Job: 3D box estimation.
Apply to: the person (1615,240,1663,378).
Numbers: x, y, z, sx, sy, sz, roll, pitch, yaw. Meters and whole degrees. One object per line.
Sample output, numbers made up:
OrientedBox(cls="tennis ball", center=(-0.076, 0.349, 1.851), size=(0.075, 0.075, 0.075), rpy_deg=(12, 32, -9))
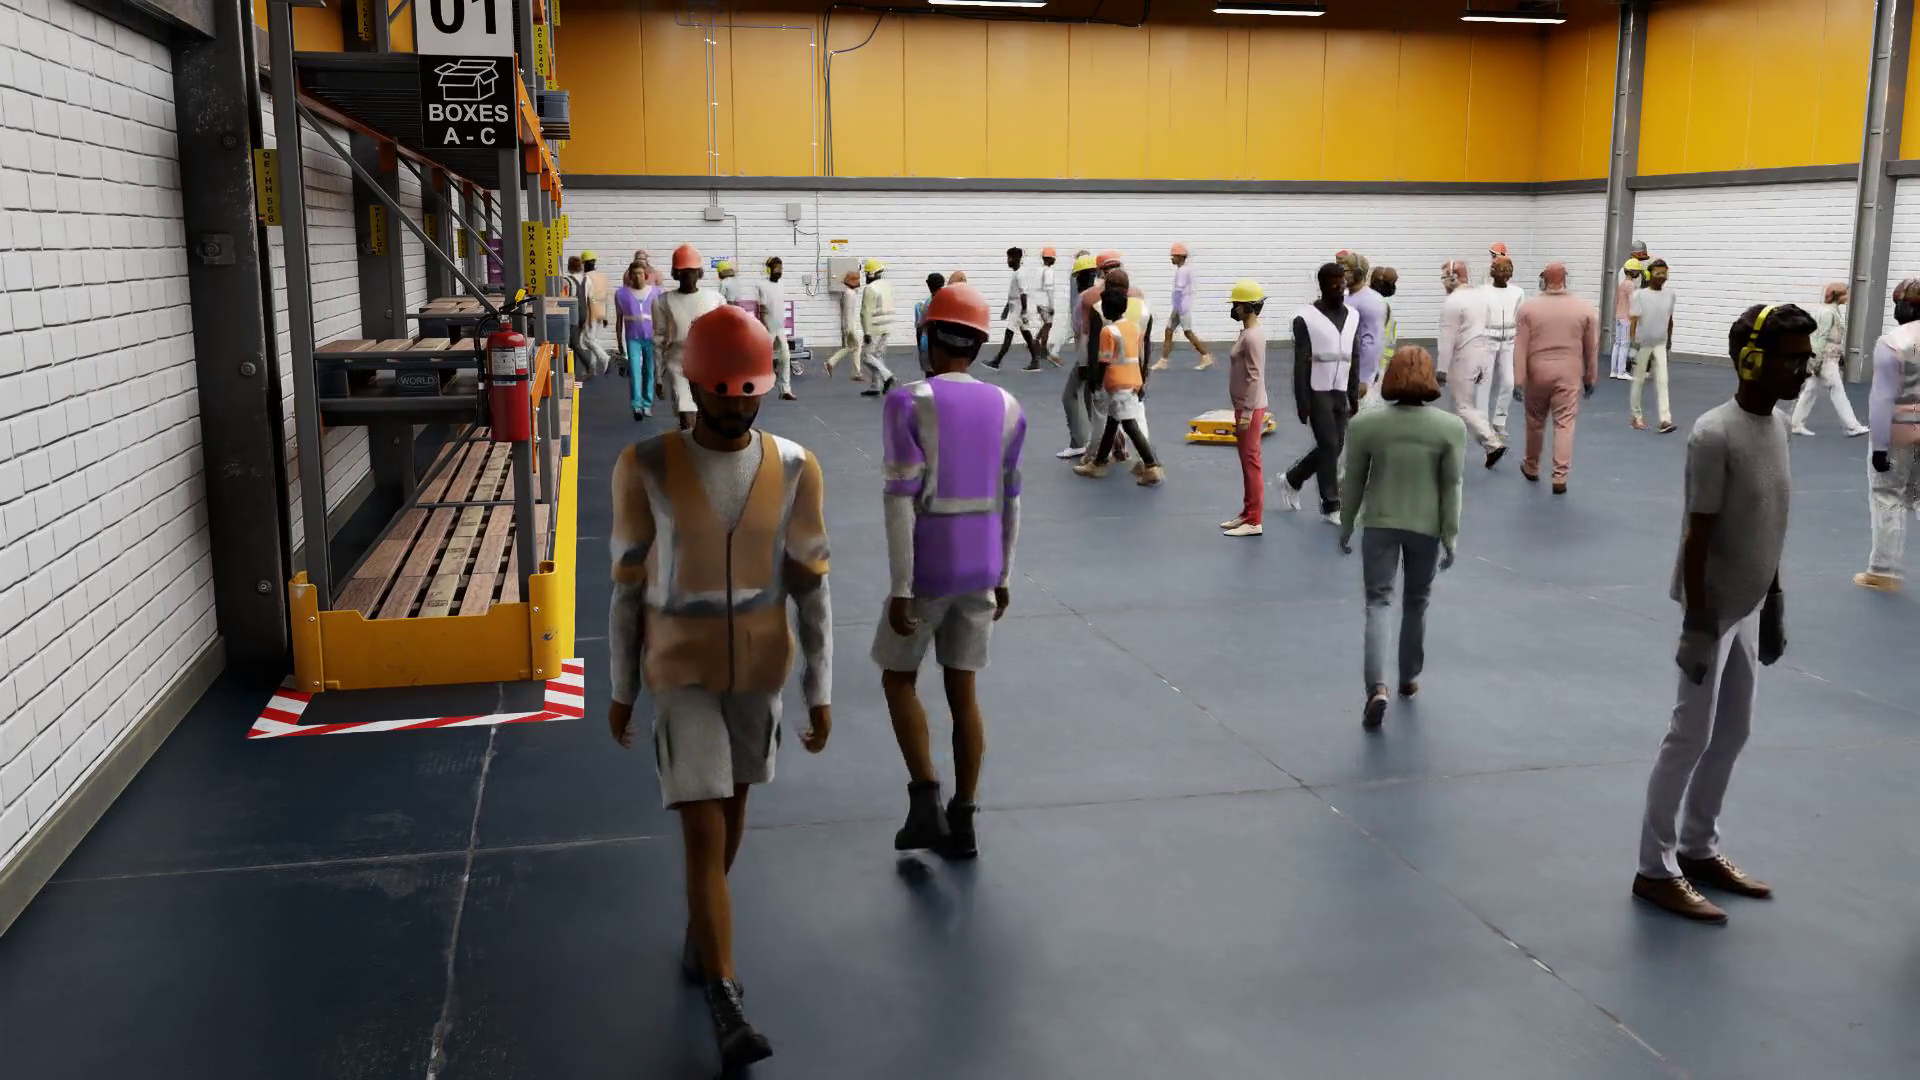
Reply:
OrientedBox(cls="person", center=(9.960, -3.402, 24.556), size=(0.676, 2.000, 0.536), rpy_deg=(-2, 10, -10))

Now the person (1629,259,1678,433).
OrientedBox(cls="person", center=(7.345, -2.039, 17.591), size=(0.534, 1.821, 0.959), rpy_deg=(0, 10, 0))

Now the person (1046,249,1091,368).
OrientedBox(cls="person", center=(1.881, -3.683, 26.535), size=(1.007, 1.905, 0.632), rpy_deg=(-3, 11, -15))

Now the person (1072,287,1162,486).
OrientedBox(cls="person", center=(1.333, -1.278, 13.865), size=(0.904, 1.647, 0.543), rpy_deg=(7, 12, 34))

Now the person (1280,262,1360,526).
OrientedBox(cls="person", center=(2.625, -1.070, 12.078), size=(0.600, 1.888, 0.787), rpy_deg=(-7, 12, -33))

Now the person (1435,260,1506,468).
OrientedBox(cls="person", center=(4.545, -1.561, 14.854), size=(0.788, 1.875, 0.691), rpy_deg=(9, 13, 40))

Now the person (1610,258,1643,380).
OrientedBox(cls="person", center=(9.773, -3.225, 24.337), size=(0.322, 1.767, 0.533), rpy_deg=(0, 10, 0))

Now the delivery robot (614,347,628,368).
OrientedBox(cls="delivery robot", center=(-4.835, -2.786, 25.001), size=(0.707, 0.478, 0.477), rpy_deg=(-10, 14, -44))

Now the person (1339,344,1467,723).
OrientedBox(cls="person", center=(1.886, -0.036, 7.136), size=(0.513, 1.601, 0.814), rpy_deg=(3, 11, 15))

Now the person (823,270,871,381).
OrientedBox(cls="person", center=(-1.633, -3.094, 24.038), size=(0.617, 1.611, 0.501), rpy_deg=(-2, 10, -9))

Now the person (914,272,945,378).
OrientedBox(cls="person", center=(-0.250, -2.177, 18.751), size=(0.535, 1.678, 0.665), rpy_deg=(-1, 10, -5))

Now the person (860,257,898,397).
OrientedBox(cls="person", center=(-1.054, -2.733, 21.471), size=(0.524, 1.815, 0.597), rpy_deg=(5, 11, 27))

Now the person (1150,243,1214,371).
OrientedBox(cls="person", center=(3.485, -3.608, 25.845), size=(1.028, 2.001, 0.627), rpy_deg=(1, 10, 3))

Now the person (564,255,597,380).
OrientedBox(cls="person", center=(-5.561, -3.230, 24.227), size=(0.829, 1.817, 0.522), rpy_deg=(9, 14, 42))

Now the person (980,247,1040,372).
OrientedBox(cls="person", center=(0.803, -3.549, 25.709), size=(0.987, 1.915, 0.612), rpy_deg=(0, 10, 2))

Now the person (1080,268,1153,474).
OrientedBox(cls="person", center=(1.403, -1.477, 14.601), size=(0.658, 1.795, 0.969), rpy_deg=(-4, 11, -23))

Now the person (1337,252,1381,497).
OrientedBox(cls="person", center=(3.140, -1.308, 13.237), size=(0.356, 1.936, 0.635), rpy_deg=(-1, 10, -4))

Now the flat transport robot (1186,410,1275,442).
OrientedBox(cls="flat transport robot", center=(2.806, -1.183, 17.166), size=(0.652, 0.197, 1.431), rpy_deg=(4, 11, 20))

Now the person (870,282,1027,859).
OrientedBox(cls="person", center=(-0.024, 0.106, 5.532), size=(0.563, 1.896, 0.512), rpy_deg=(-6, 12, -30))

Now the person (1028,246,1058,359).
OrientedBox(cls="person", center=(1.477, -4.044, 28.422), size=(0.421, 1.924, 0.570), rpy_deg=(-4, 11, -20))

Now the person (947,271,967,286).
OrientedBox(cls="person", center=(-0.034, -2.719, 21.898), size=(0.275, 1.632, 0.507), rpy_deg=(-6, 12, -30))

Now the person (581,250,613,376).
OrientedBox(cls="person", center=(-5.429, -3.362, 24.752), size=(0.775, 1.891, 0.599), rpy_deg=(7, 12, 34))

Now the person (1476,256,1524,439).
OrientedBox(cls="person", center=(5.470, -1.947, 16.974), size=(0.592, 1.879, 0.376), rpy_deg=(-1, 10, -6))

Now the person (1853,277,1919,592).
OrientedBox(cls="person", center=(5.458, -0.573, 9.475), size=(0.636, 1.827, 0.583), rpy_deg=(-2, 10, -12))

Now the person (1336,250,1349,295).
OrientedBox(cls="person", center=(7.128, -4.352, 30.381), size=(0.738, 1.857, 0.347), rpy_deg=(-7, 12, -33))

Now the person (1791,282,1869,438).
OrientedBox(cls="person", center=(9.047, -1.846, 17.167), size=(0.858, 1.595, 0.540), rpy_deg=(6, 12, 31))

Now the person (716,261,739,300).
OrientedBox(cls="person", center=(-3.797, -3.615, 26.693), size=(0.894, 1.692, 0.494), rpy_deg=(2, 10, 12))

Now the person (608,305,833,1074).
OrientedBox(cls="person", center=(-0.598, 0.346, 4.249), size=(0.561, 1.867, 1.033), rpy_deg=(-4, 11, -21))

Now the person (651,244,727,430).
OrientedBox(cls="person", center=(-2.169, -1.372, 13.408), size=(0.617, 2.011, 0.957), rpy_deg=(-3, 11, -18))

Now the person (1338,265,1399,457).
OrientedBox(cls="person", center=(3.694, -1.618, 15.319), size=(0.615, 1.813, 0.724), rpy_deg=(0, 10, -1))

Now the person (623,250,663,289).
OrientedBox(cls="person", center=(-5.033, -3.670, 26.498), size=(0.653, 1.880, 0.522), rpy_deg=(0, 10, 0))

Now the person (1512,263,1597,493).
OrientedBox(cls="person", center=(4.884, -1.345, 13.704), size=(0.676, 1.837, 1.040), rpy_deg=(2, 10, 12))

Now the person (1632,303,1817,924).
OrientedBox(cls="person", center=(2.319, 0.220, 5.010), size=(0.510, 1.857, 0.352), rpy_deg=(-9, 13, -40))

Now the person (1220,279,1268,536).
OrientedBox(cls="person", center=(1.969, -0.909, 11.503), size=(0.310, 1.768, 0.533), rpy_deg=(1, 10, 6))

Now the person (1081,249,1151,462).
OrientedBox(cls="person", center=(1.399, -1.650, 15.108), size=(0.675, 1.950, 0.655), rpy_deg=(4, 11, 23))

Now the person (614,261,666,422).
OrientedBox(cls="person", center=(-3.613, -2.256, 18.898), size=(0.574, 1.792, 0.984), rpy_deg=(-3, 11, -17))

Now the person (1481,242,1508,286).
OrientedBox(cls="person", center=(9.456, -4.259, 29.433), size=(0.396, 1.992, 0.623), rpy_deg=(-2, 10, -11))

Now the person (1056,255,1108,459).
OrientedBox(cls="person", center=(1.135, -1.690, 15.495), size=(0.595, 1.886, 0.653), rpy_deg=(4, 11, 23))

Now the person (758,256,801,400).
OrientedBox(cls="person", center=(-2.456, -2.703, 21.276), size=(0.871, 1.840, 0.528), rpy_deg=(7, 13, 35))
